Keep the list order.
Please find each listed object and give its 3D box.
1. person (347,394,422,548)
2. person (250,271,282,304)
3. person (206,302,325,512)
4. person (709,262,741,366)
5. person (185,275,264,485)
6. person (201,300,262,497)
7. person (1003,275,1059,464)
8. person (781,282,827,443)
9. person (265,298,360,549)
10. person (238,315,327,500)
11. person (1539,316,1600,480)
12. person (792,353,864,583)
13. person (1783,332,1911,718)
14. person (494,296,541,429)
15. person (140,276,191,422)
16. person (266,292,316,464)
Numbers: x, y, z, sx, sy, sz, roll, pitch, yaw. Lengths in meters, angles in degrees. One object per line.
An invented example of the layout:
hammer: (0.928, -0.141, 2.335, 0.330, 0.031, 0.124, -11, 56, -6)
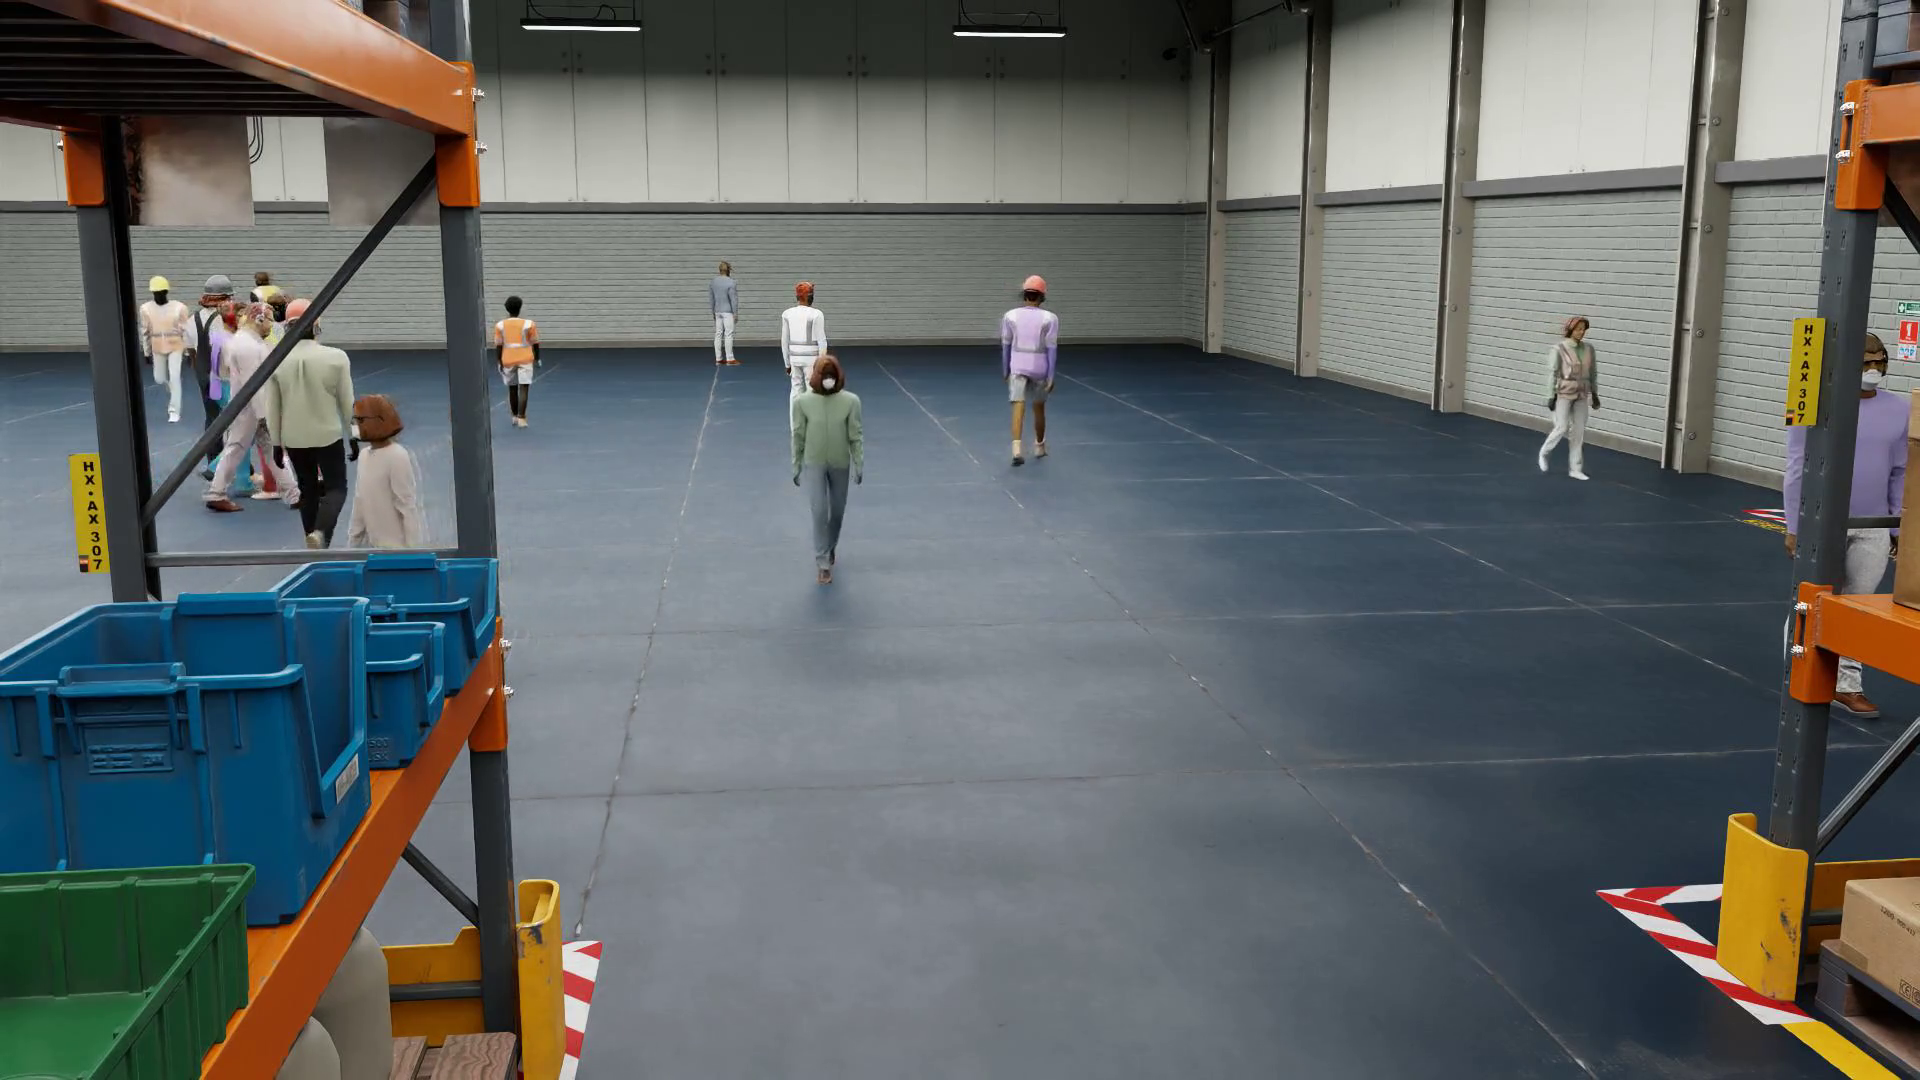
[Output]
person: (-3.071, 0.039, 8.677, 0.849, 1.585, 0.520, -8, 13, -38)
person: (-11.933, -3.734, 28.745, 0.627, 1.821, 0.639, 7, 12, 33)
person: (-6.175, -1.156, 14.574, 0.992, 1.845, 0.658, -2, 11, -12)
person: (-4.405, -4.237, 31.177, 0.636, 1.938, 0.355, 7, 13, 34)
person: (-7.126, -1.556, 16.203, 0.674, 2.000, 0.535, 5, 11, 24)
person: (-6.702, -1.290, 15.318, 0.488, 1.830, 0.578, -4, 11, -22)
person: (0.741, -1.819, 17.789, 0.624, 2.004, 1.034, 2, 11, 12)
person: (-1.793, -2.051, 19.345, 0.584, 1.882, 0.345, 5, 12, 28)
person: (-4.635, -0.734, 11.876, 0.617, 1.970, 0.760, -1, 10, -5)
person: (-6.138, -1.180, 15.022, 0.799, 1.710, 0.571, 5, 12, 28)
person: (6.090, -1.418, 16.581, 0.539, 1.627, 0.504, -4, 11, -19)
person: (-0.948, -0.540, 11.857, 0.501, 1.602, 0.769, -2, 11, -13)
person: (4.421, -0.065, 8.310, 0.635, 1.939, 0.366, -1, 10, -3)
person: (-5.588, -2.251, 21.046, 0.536, 1.662, 0.752, 0, 10, 1)
person: (-10.376, -2.508, 21.802, 0.593, 1.909, 0.641, -2, 10, -9)
person: (-7.128, -1.713, 17.671, 0.650, 1.822, 0.437, 2, 11, 13)
